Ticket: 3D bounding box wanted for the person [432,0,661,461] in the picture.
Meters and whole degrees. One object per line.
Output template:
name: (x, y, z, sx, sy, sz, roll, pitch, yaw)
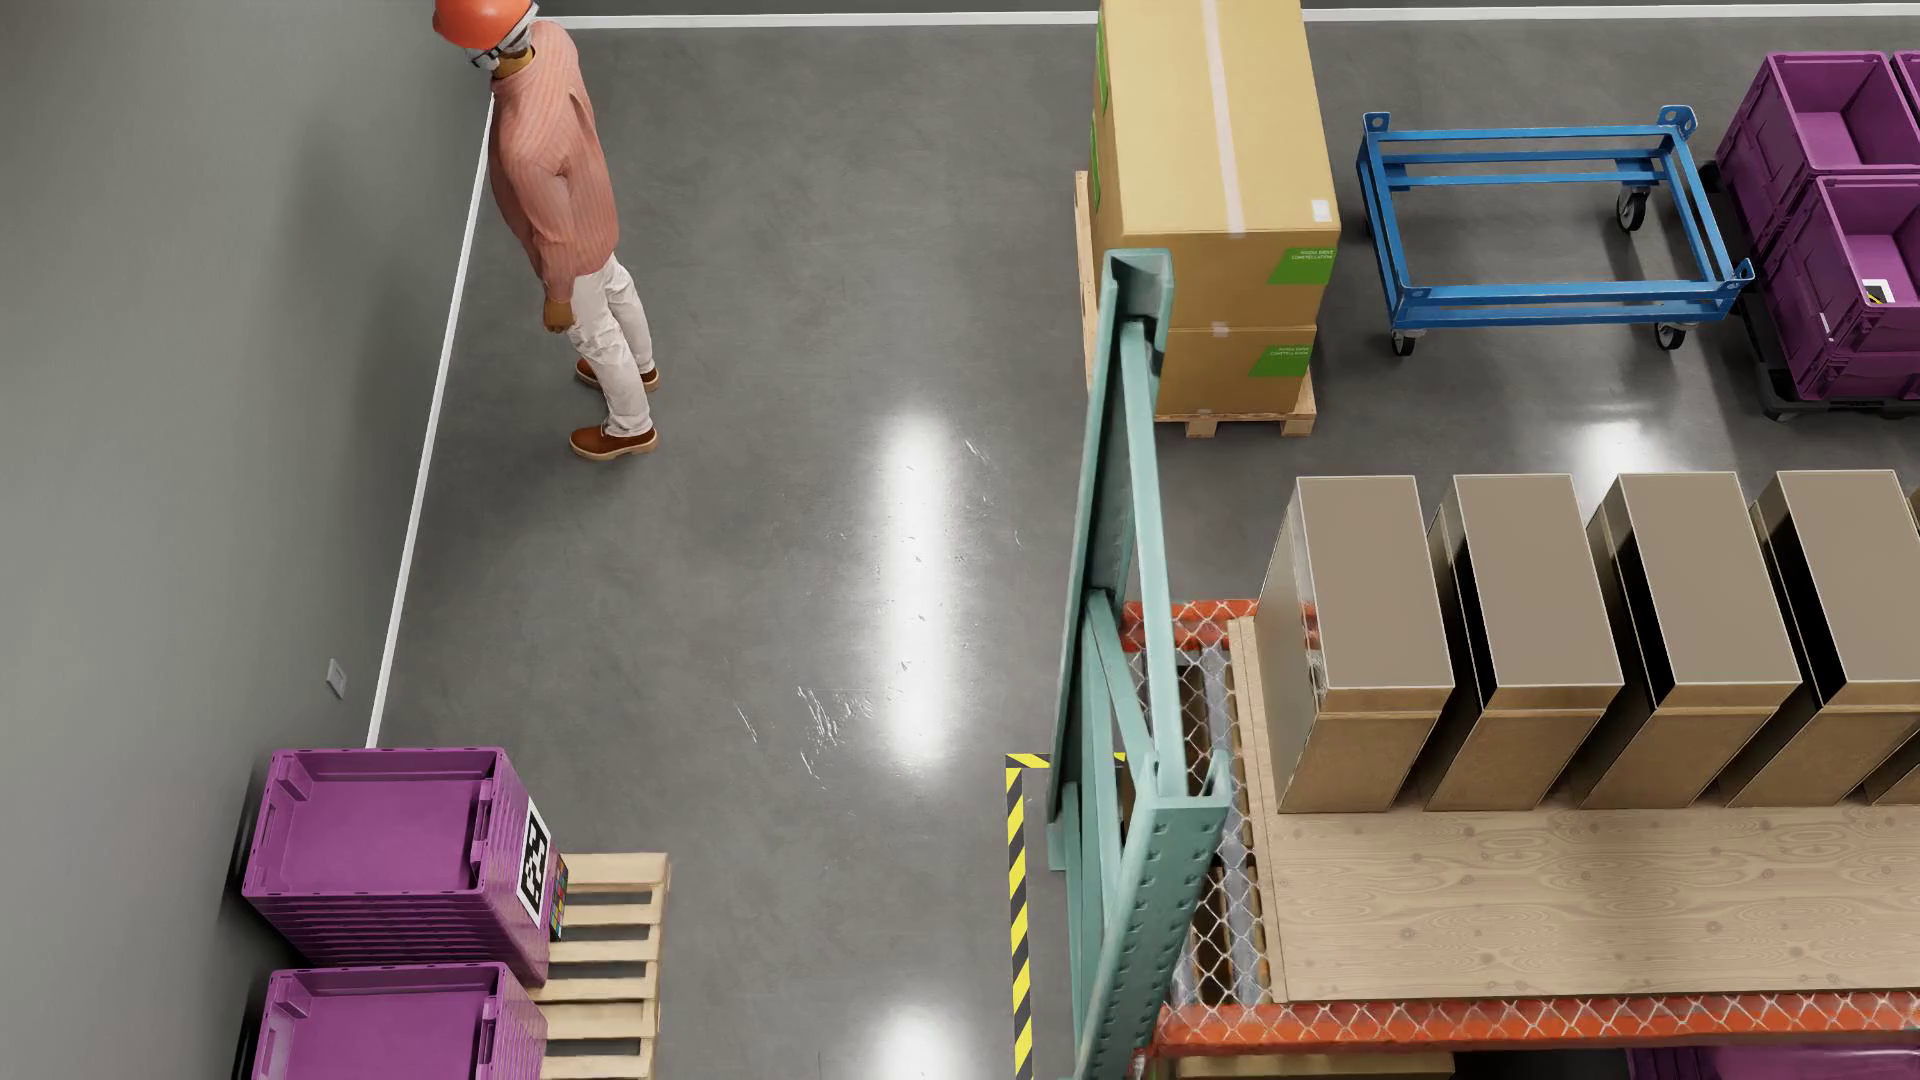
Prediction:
person: (-1.263, -0.982, 5.251, 0.397, 1.986, 0.623, -1, 58, -1)
